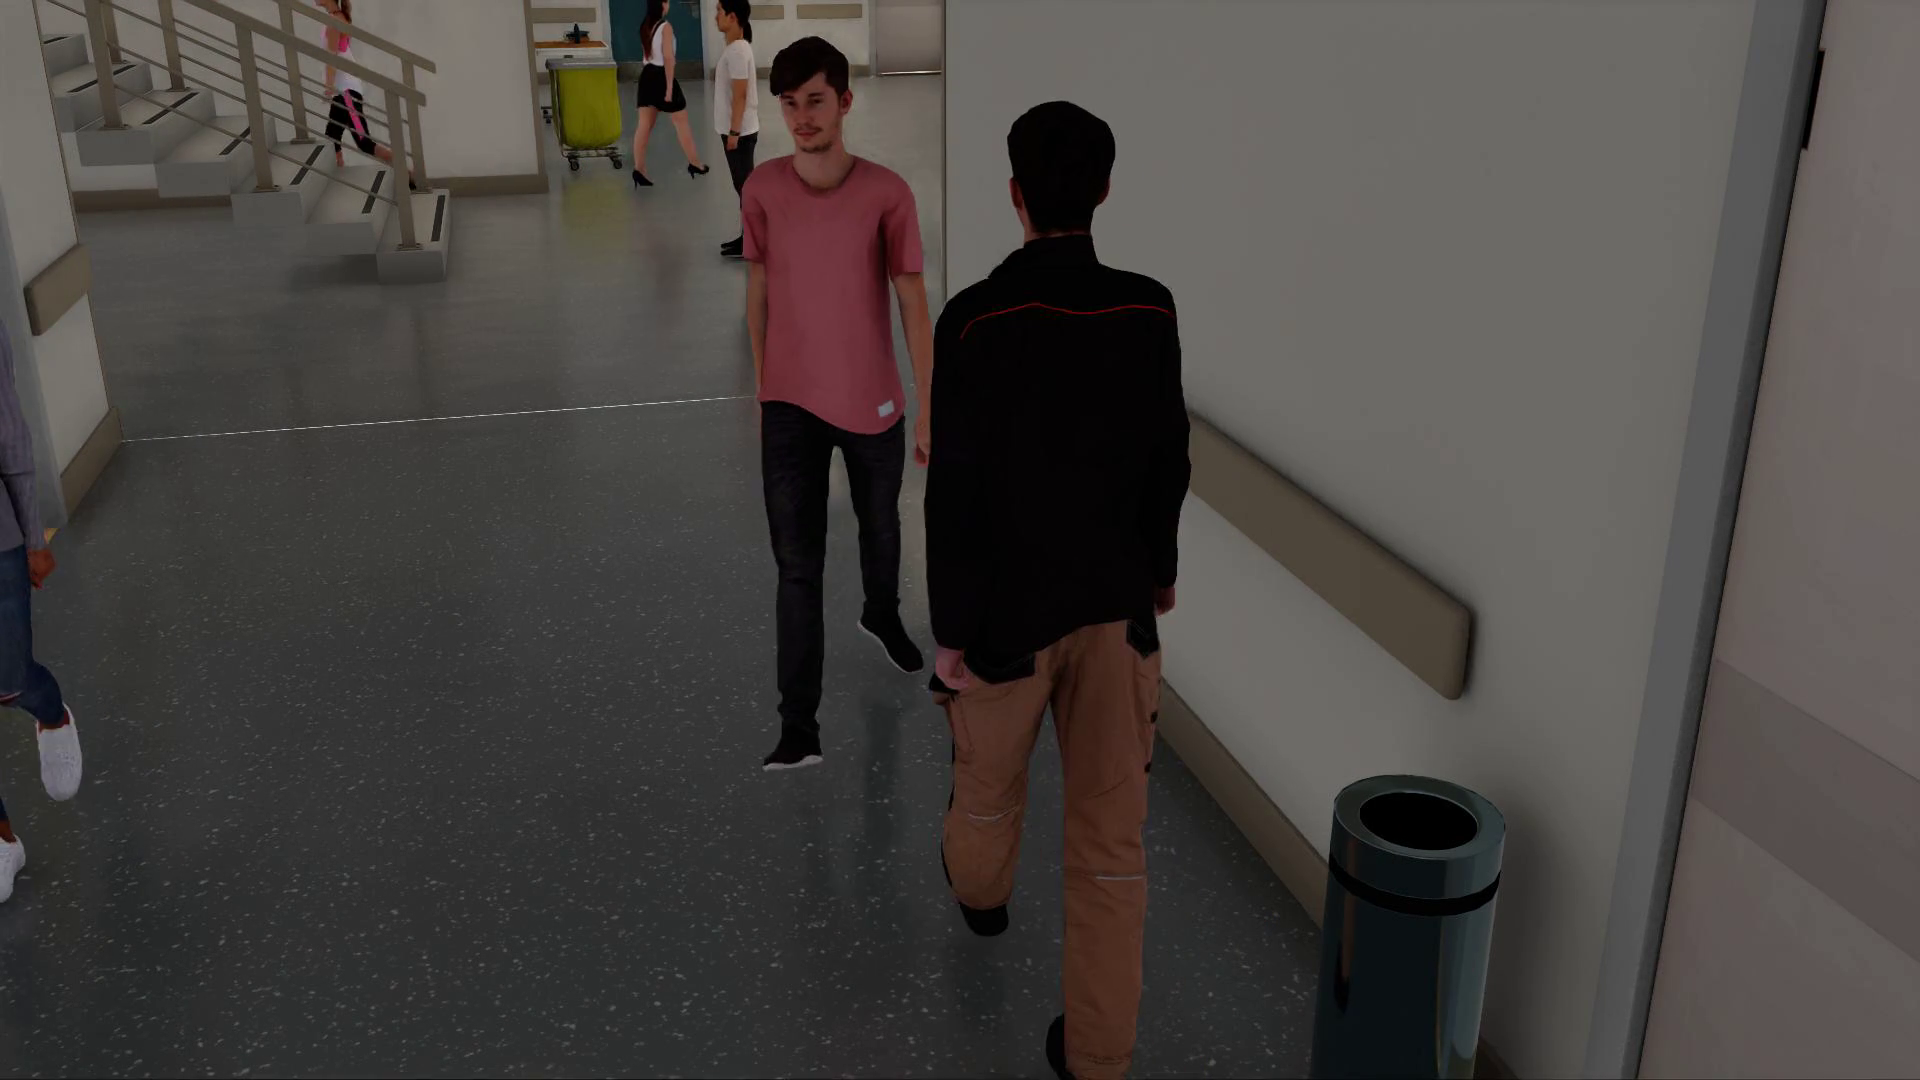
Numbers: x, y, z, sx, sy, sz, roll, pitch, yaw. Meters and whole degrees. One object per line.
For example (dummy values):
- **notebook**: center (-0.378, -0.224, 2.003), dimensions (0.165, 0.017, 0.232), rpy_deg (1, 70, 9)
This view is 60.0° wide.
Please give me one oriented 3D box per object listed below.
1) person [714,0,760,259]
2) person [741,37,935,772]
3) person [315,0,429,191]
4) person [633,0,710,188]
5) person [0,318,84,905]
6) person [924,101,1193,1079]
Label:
- **person**: center (-1.481, -2.783, 11.159), dimensions (0.590, 1.722, 0.663), rpy_deg (-2, 21, -4)
- **person**: center (-0.316, -0.374, 4.599), dimensions (1.340, 1.896, 1.009), rpy_deg (-1, 21, -3)
- **person**: center (-4.615, -3.404, 12.801), dimensions (1.114, 1.754, 0.639), rpy_deg (-7, 22, -18)
- **person**: center (-2.589, -3.754, 13.924), dimensions (0.978, 1.611, 1.075), rpy_deg (13, 24, 31)
- **person**: center (-2.368, -0.012, 3.886), dimensions (0.727, 1.724, 0.662), rpy_deg (-6, 21, -15)
- **person**: center (0.202, 0.203, 3.115), dimensions (1.149, 1.869, 0.772), rpy_deg (-5, 21, -13)
